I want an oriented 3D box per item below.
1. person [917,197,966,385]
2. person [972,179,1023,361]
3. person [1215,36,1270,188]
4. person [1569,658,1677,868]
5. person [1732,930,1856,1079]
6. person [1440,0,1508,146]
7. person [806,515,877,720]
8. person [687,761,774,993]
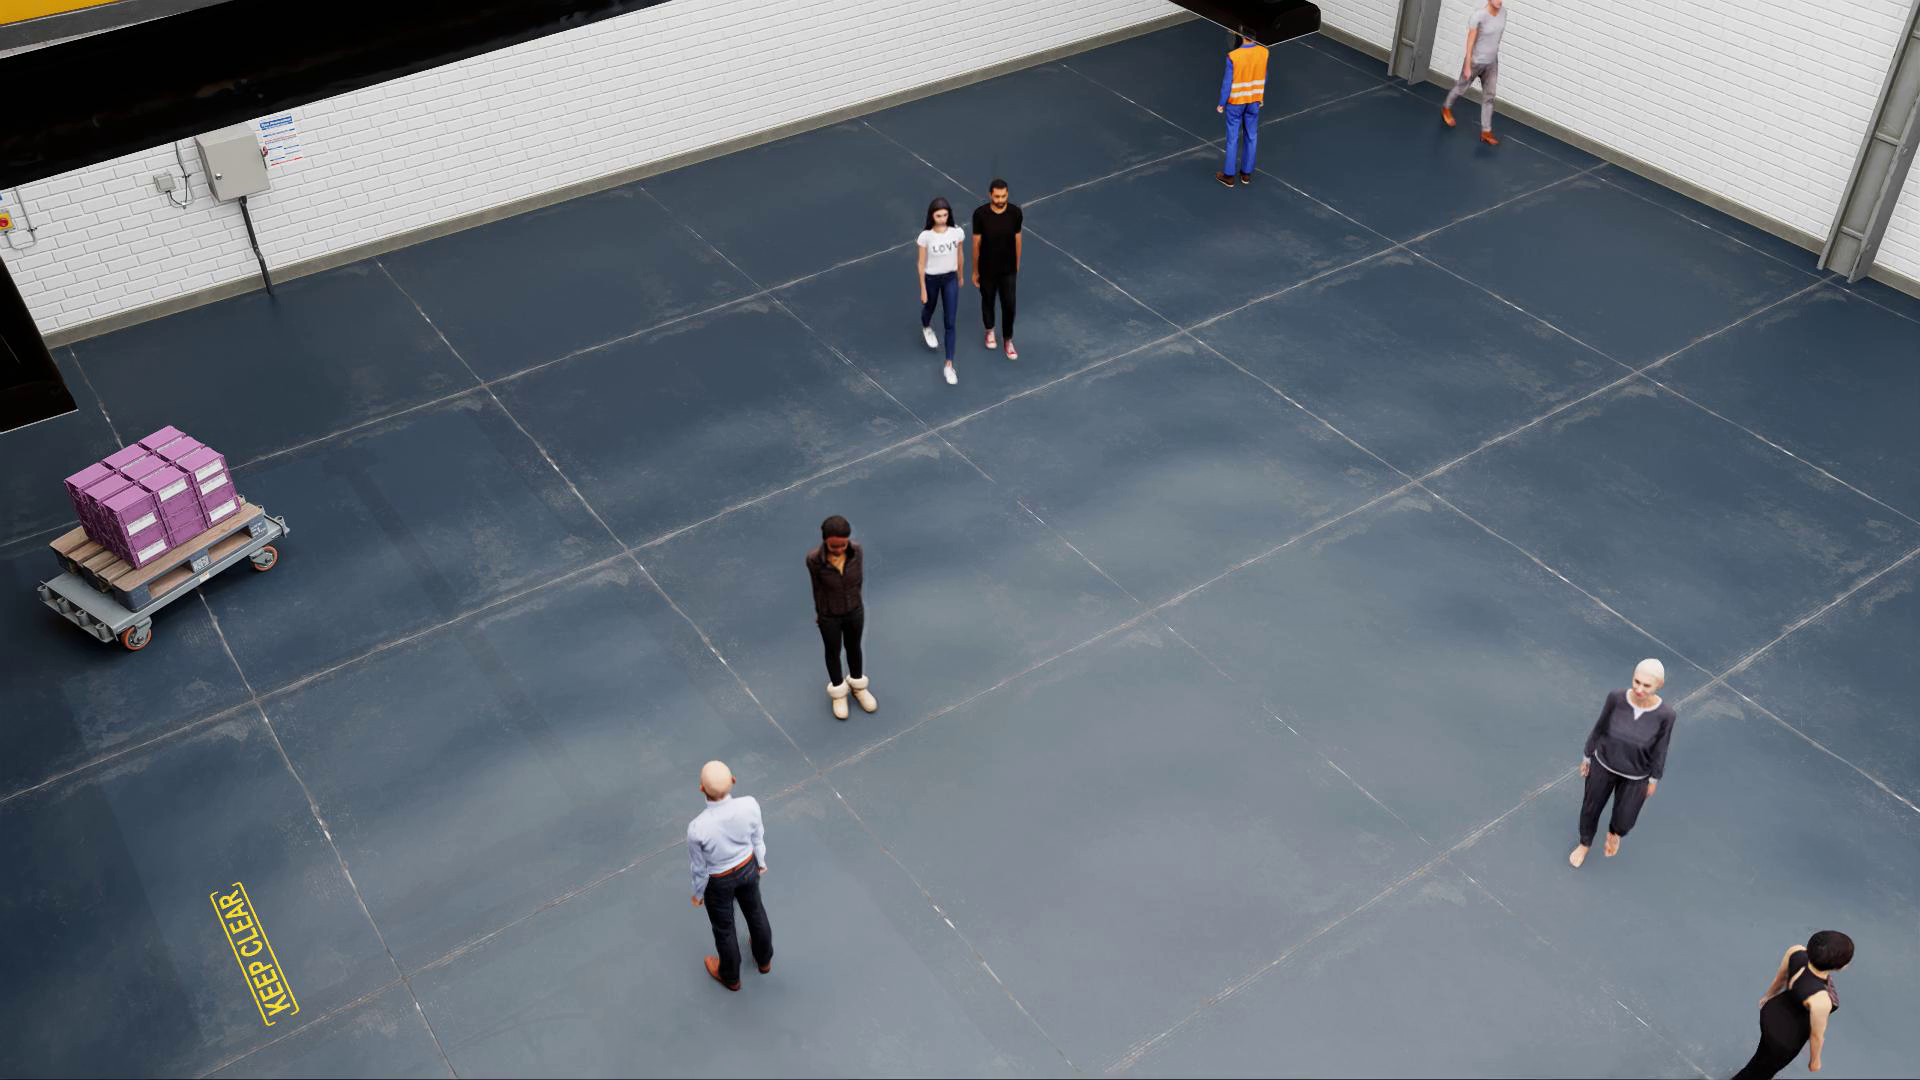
[{"bbox_3d":[-0.209,-2.374,15.221,0.921,1.723,1.260,-10,40,-12],"label":"person"},{"bbox_3d":[0.317,-2.586,15.473,0.835,1.741,0.926,-3,39,-3],"label":"person"},{"bbox_3d":[3.080,-4.766,18.104,0.758,1.864,0.717,-11,40,-13],"label":"person"},{"bbox_3d":[4.216,1.375,10.532,0.691,1.718,0.795,22,44,25],"label":"person"},{"bbox_3d":[4.391,2.655,9.034,0.774,1.586,0.705,2,39,3],"label":"person"},{"bbox_3d":[5.911,-5.511,19.103,0.861,1.781,1.269,-16,41,-20],"label":"person"},{"bbox_3d":[-0.853,0.485,11.691,0.677,1.661,0.608,-23,44,-26],"label":"person"},{"bbox_3d":[-1.352,1.966,9.734,0.634,1.790,0.546,-24,44,-27],"label":"person"}]
